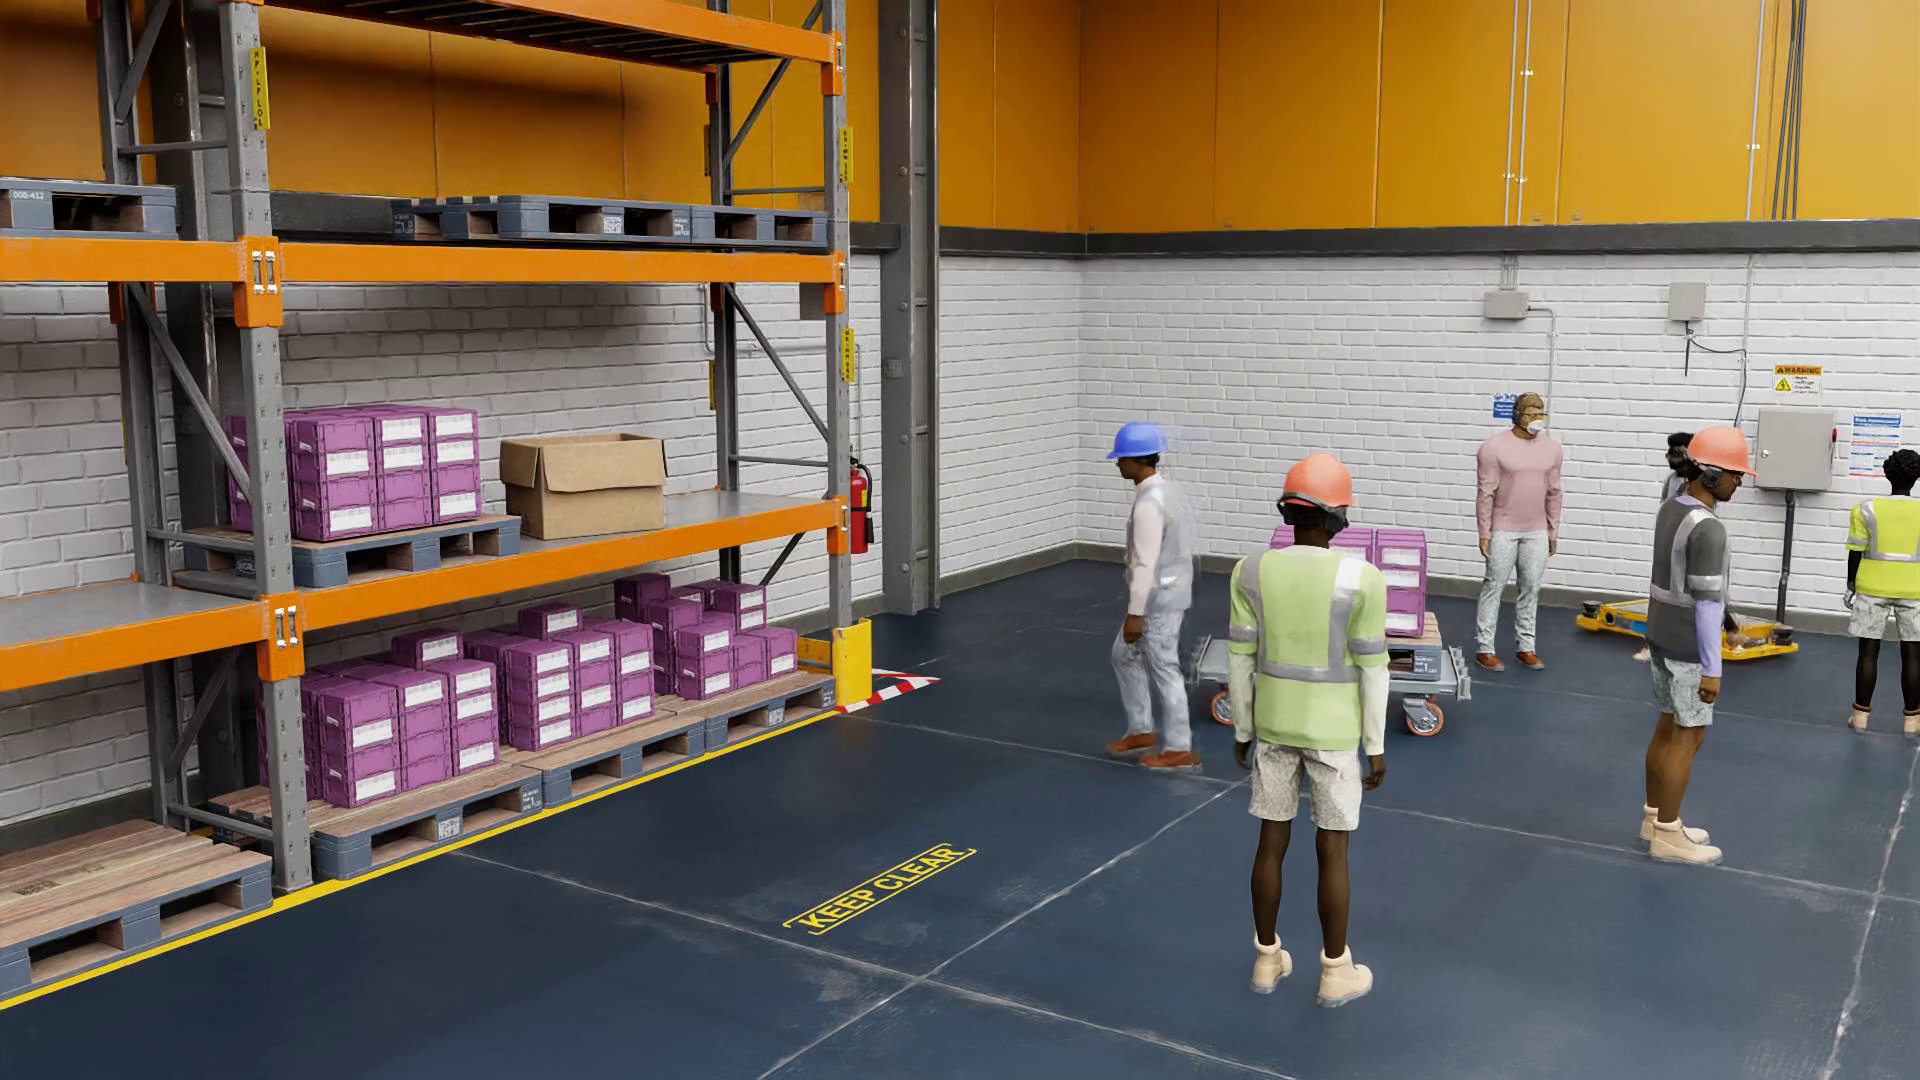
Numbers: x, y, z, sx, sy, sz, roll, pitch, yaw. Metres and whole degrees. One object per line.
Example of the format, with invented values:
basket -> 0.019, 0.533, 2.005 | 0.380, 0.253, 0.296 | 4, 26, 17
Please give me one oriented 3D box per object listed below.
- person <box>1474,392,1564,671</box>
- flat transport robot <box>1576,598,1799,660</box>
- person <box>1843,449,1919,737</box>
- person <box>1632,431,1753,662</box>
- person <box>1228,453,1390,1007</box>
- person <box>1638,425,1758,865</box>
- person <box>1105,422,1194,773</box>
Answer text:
person -> 3.844, -0.056, 11.457 | 0.633, 1.932, 0.363 | -1, 9, -9
flat transport robot -> 5.359, 0.636, 12.313 | 0.652, 0.197, 1.431 | -4, 10, -27
person -> 5.507, 0.310, 9.814 | 0.539, 1.695, 0.318 | 4, 10, 26
person -> 5.165, 0.050, 11.643 | 0.774, 1.657, 0.559 | -2, 9, -10
person -> 1.295, 0.697, 6.172 | 0.605, 2.045, 0.385 | 6, 10, 33
person -> 3.370, 0.485, 7.624 | 0.408, 2.028, 0.616 | 1, 9, 5
person -> 0.997, 0.323, 8.997 | 0.661, 1.914, 0.630 | 2, 9, 11
